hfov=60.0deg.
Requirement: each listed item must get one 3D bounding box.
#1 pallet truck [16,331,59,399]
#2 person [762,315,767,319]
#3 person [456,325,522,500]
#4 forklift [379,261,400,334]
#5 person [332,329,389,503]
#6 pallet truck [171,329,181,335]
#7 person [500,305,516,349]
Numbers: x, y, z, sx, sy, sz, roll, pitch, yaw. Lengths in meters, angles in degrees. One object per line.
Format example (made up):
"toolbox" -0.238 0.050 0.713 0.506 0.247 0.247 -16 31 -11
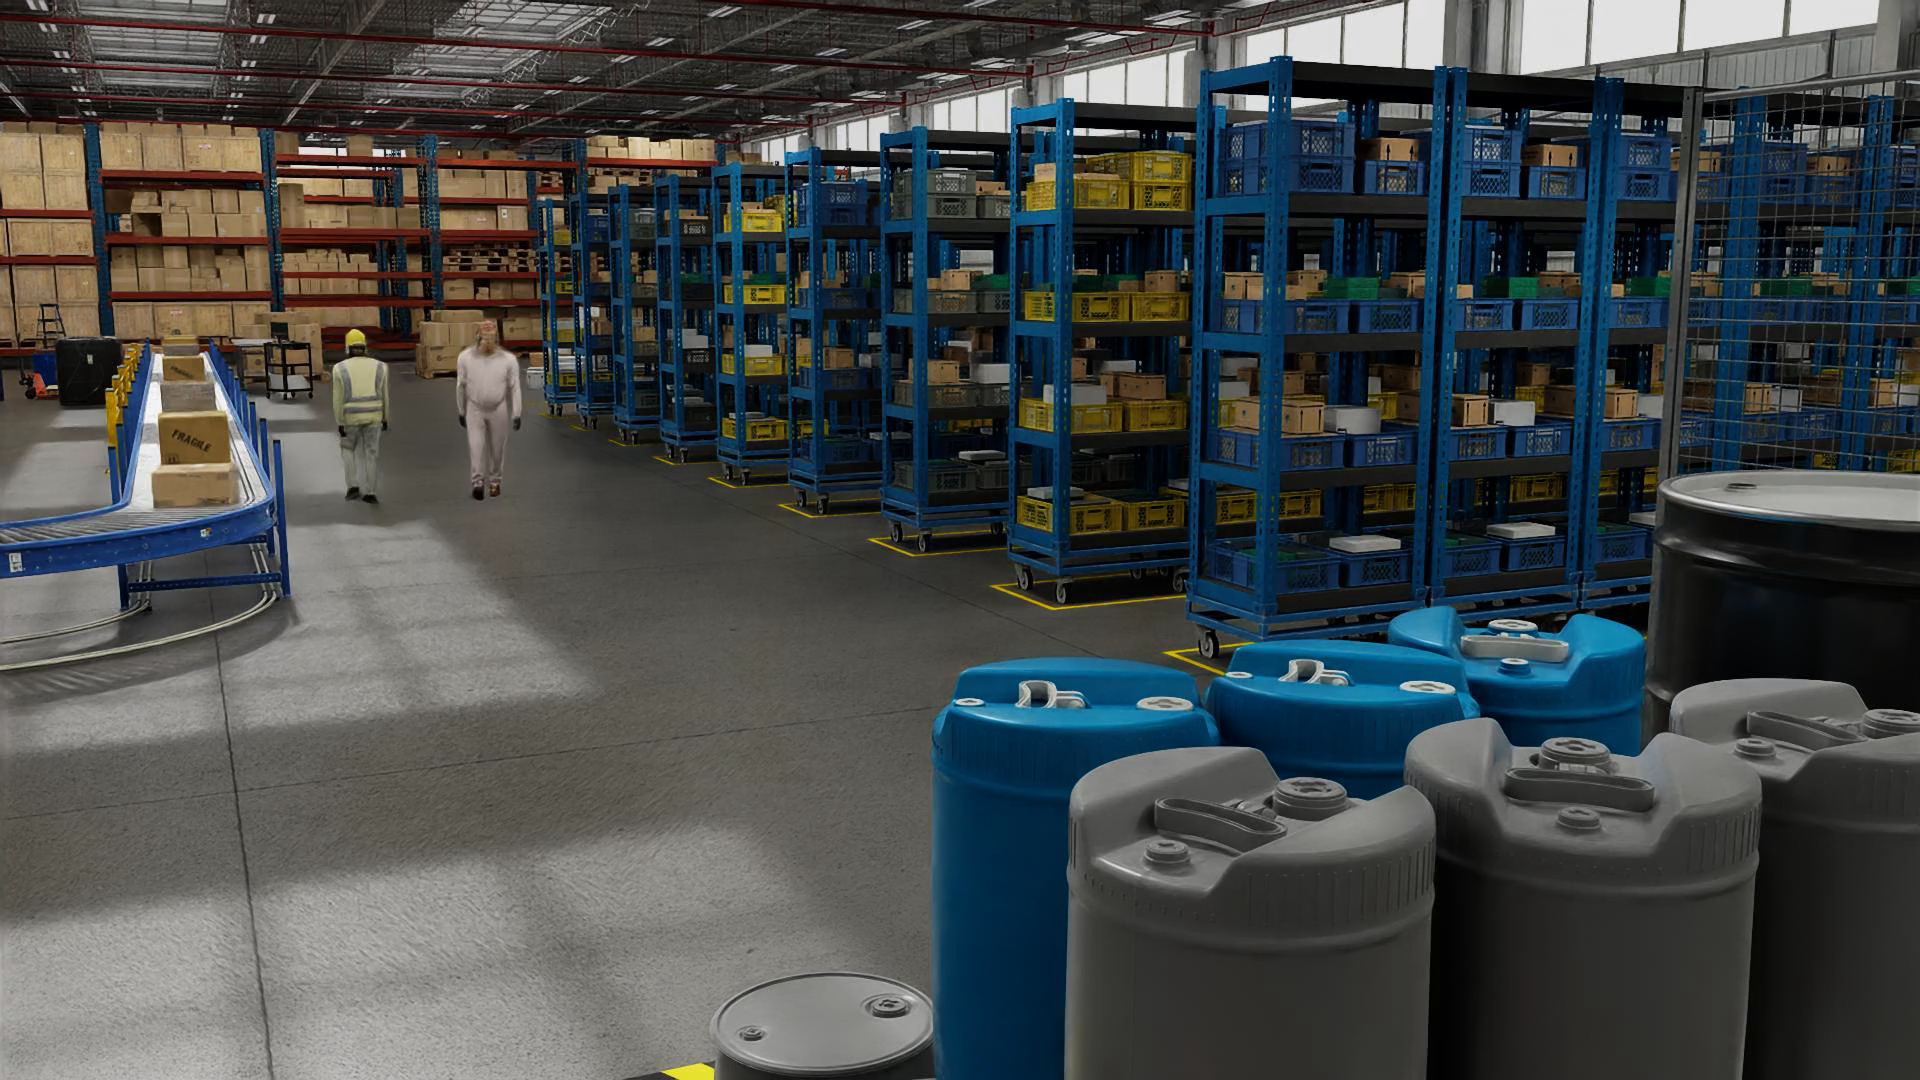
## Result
"pallet truck" -17.082 -3.353 31.781 1.630 1.274 0.653 -4 10 -25
"person" -4.101 -4.231 35.080 0.396 1.992 0.623 3 10 20
"person" -4.978 -1.338 17.590 0.672 1.841 1.063 -2 9 -15
"forklift" -20.967 -8.845 60.964 1.873 2.768 1.129 -4 10 -25
"person" -6.252 -1.283 17.350 0.598 1.816 0.482 -6 11 -34
"pallet truck" -17.275 -3.851 35.096 1.601 1.201 0.680 0 9 1
"person" -13.915 -6.710 51.361 0.583 1.701 0.454 3 10 18
